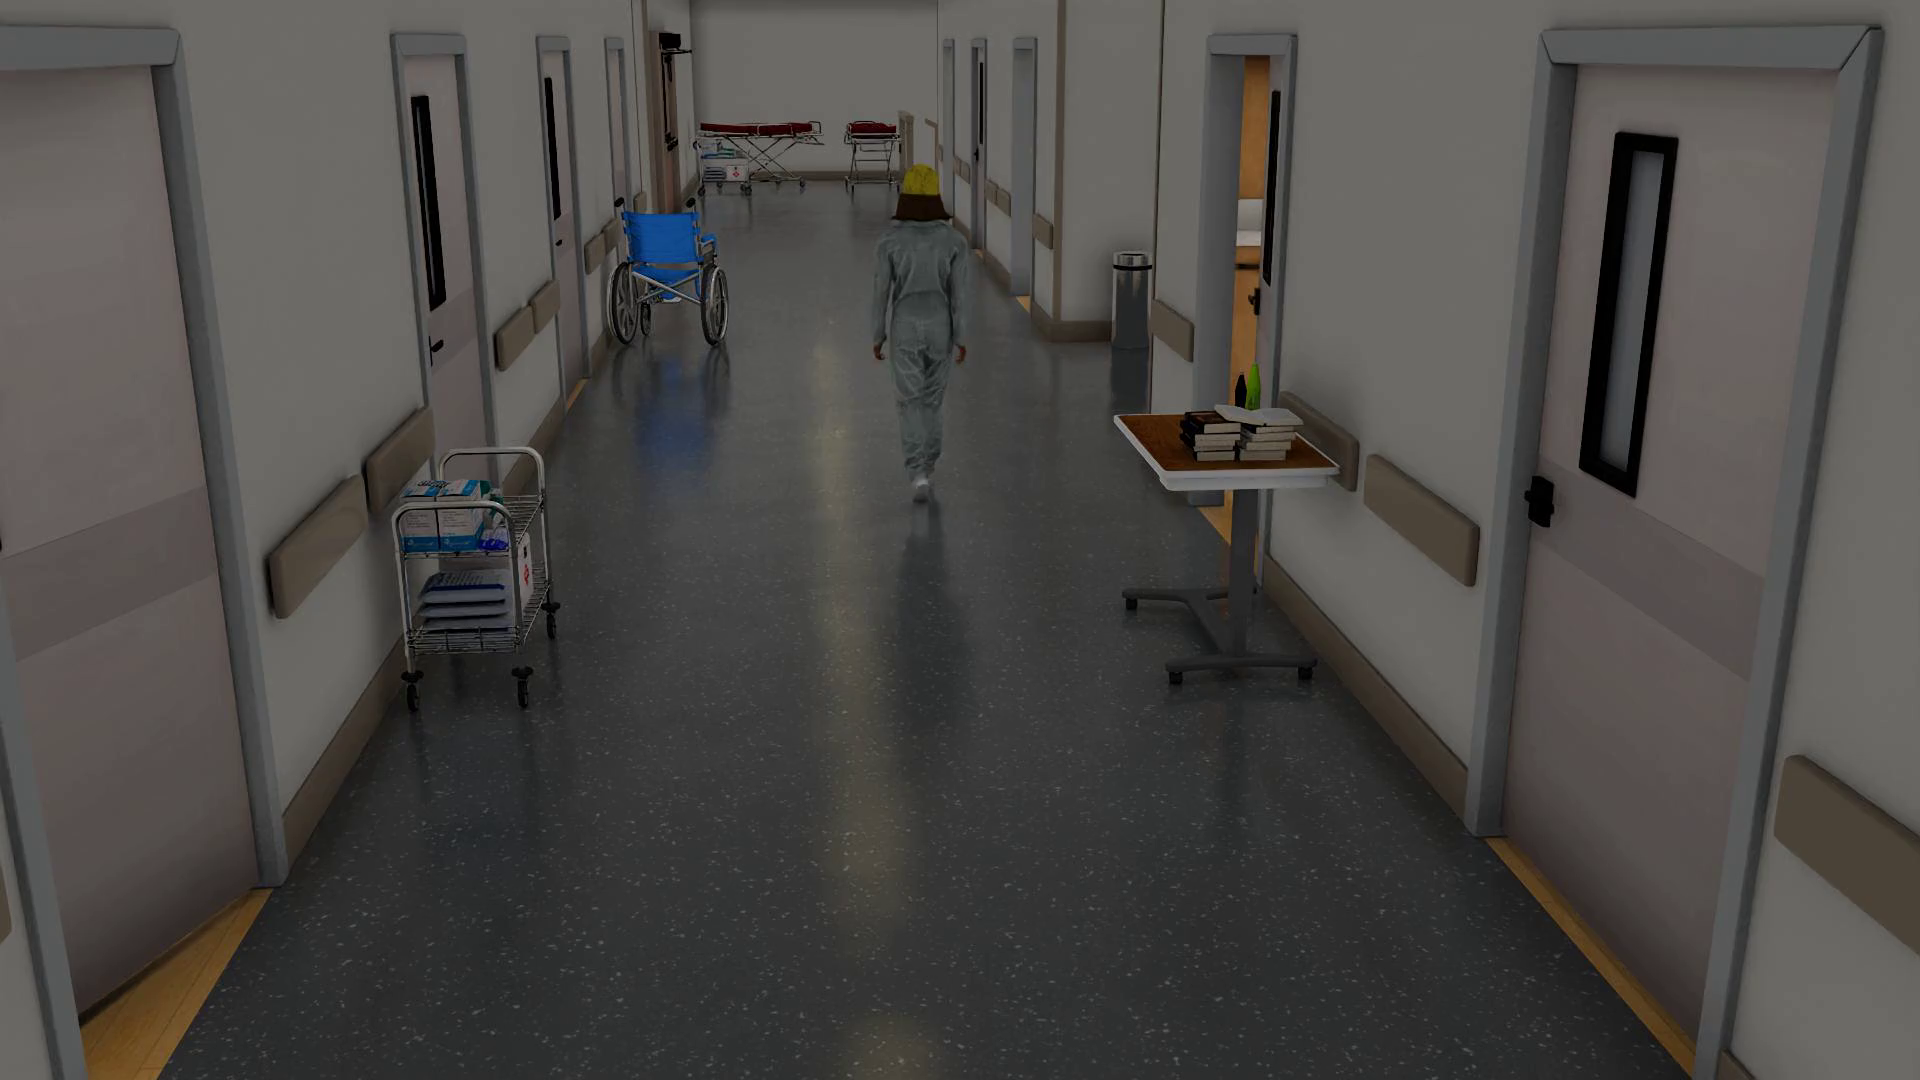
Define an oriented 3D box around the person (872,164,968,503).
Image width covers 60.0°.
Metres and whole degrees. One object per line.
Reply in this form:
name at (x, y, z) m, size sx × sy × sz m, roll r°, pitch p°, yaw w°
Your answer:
person at (-0.196, -1.066, 8.579) m, size 0.495 × 1.713 × 0.837 m, roll -3°, pitch 17°, yaw -8°
